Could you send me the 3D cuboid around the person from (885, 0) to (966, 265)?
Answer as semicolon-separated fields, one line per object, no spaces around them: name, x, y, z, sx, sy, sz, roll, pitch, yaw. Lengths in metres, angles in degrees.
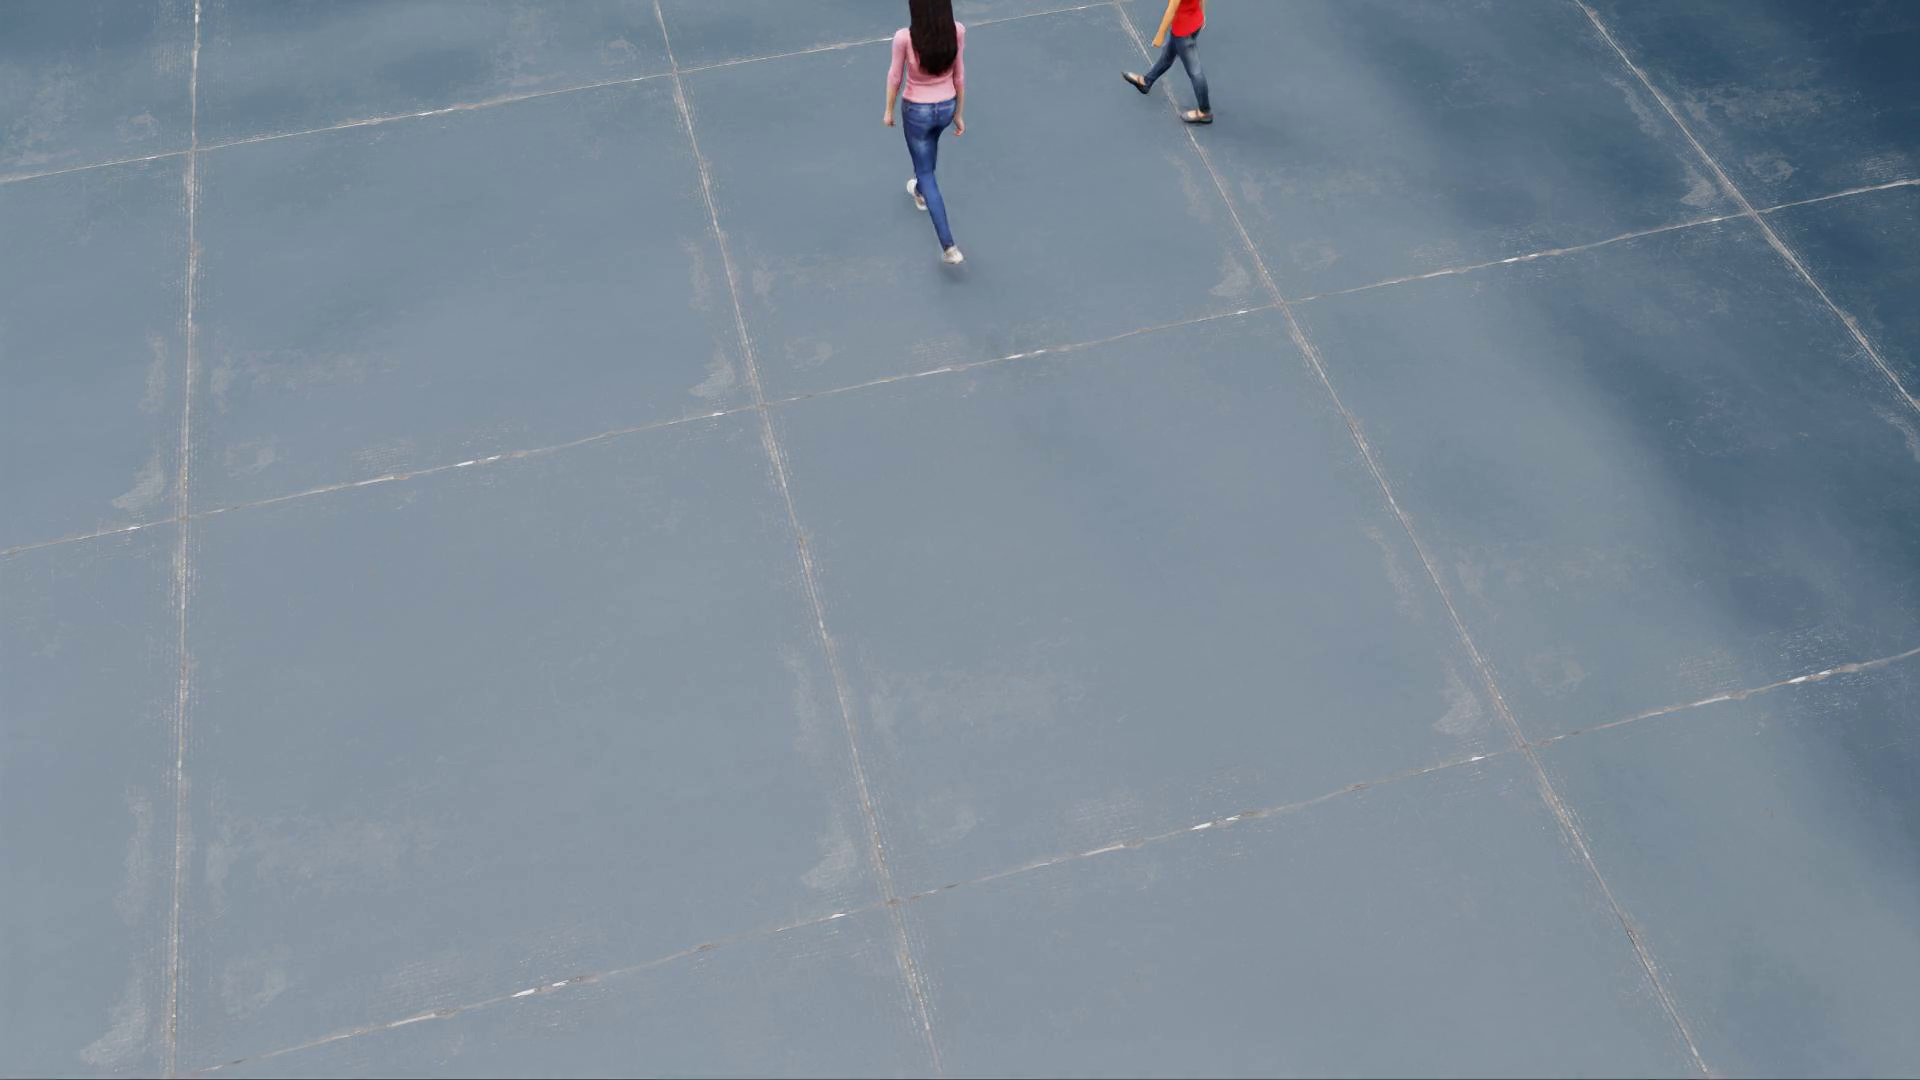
person;-0.151;-2.273;9.079;0.656;1.707;1.128;-17;54;-13

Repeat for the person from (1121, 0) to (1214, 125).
person;1.421;-3.054;9.952;0.874;1.282;0.856;21;55;15
